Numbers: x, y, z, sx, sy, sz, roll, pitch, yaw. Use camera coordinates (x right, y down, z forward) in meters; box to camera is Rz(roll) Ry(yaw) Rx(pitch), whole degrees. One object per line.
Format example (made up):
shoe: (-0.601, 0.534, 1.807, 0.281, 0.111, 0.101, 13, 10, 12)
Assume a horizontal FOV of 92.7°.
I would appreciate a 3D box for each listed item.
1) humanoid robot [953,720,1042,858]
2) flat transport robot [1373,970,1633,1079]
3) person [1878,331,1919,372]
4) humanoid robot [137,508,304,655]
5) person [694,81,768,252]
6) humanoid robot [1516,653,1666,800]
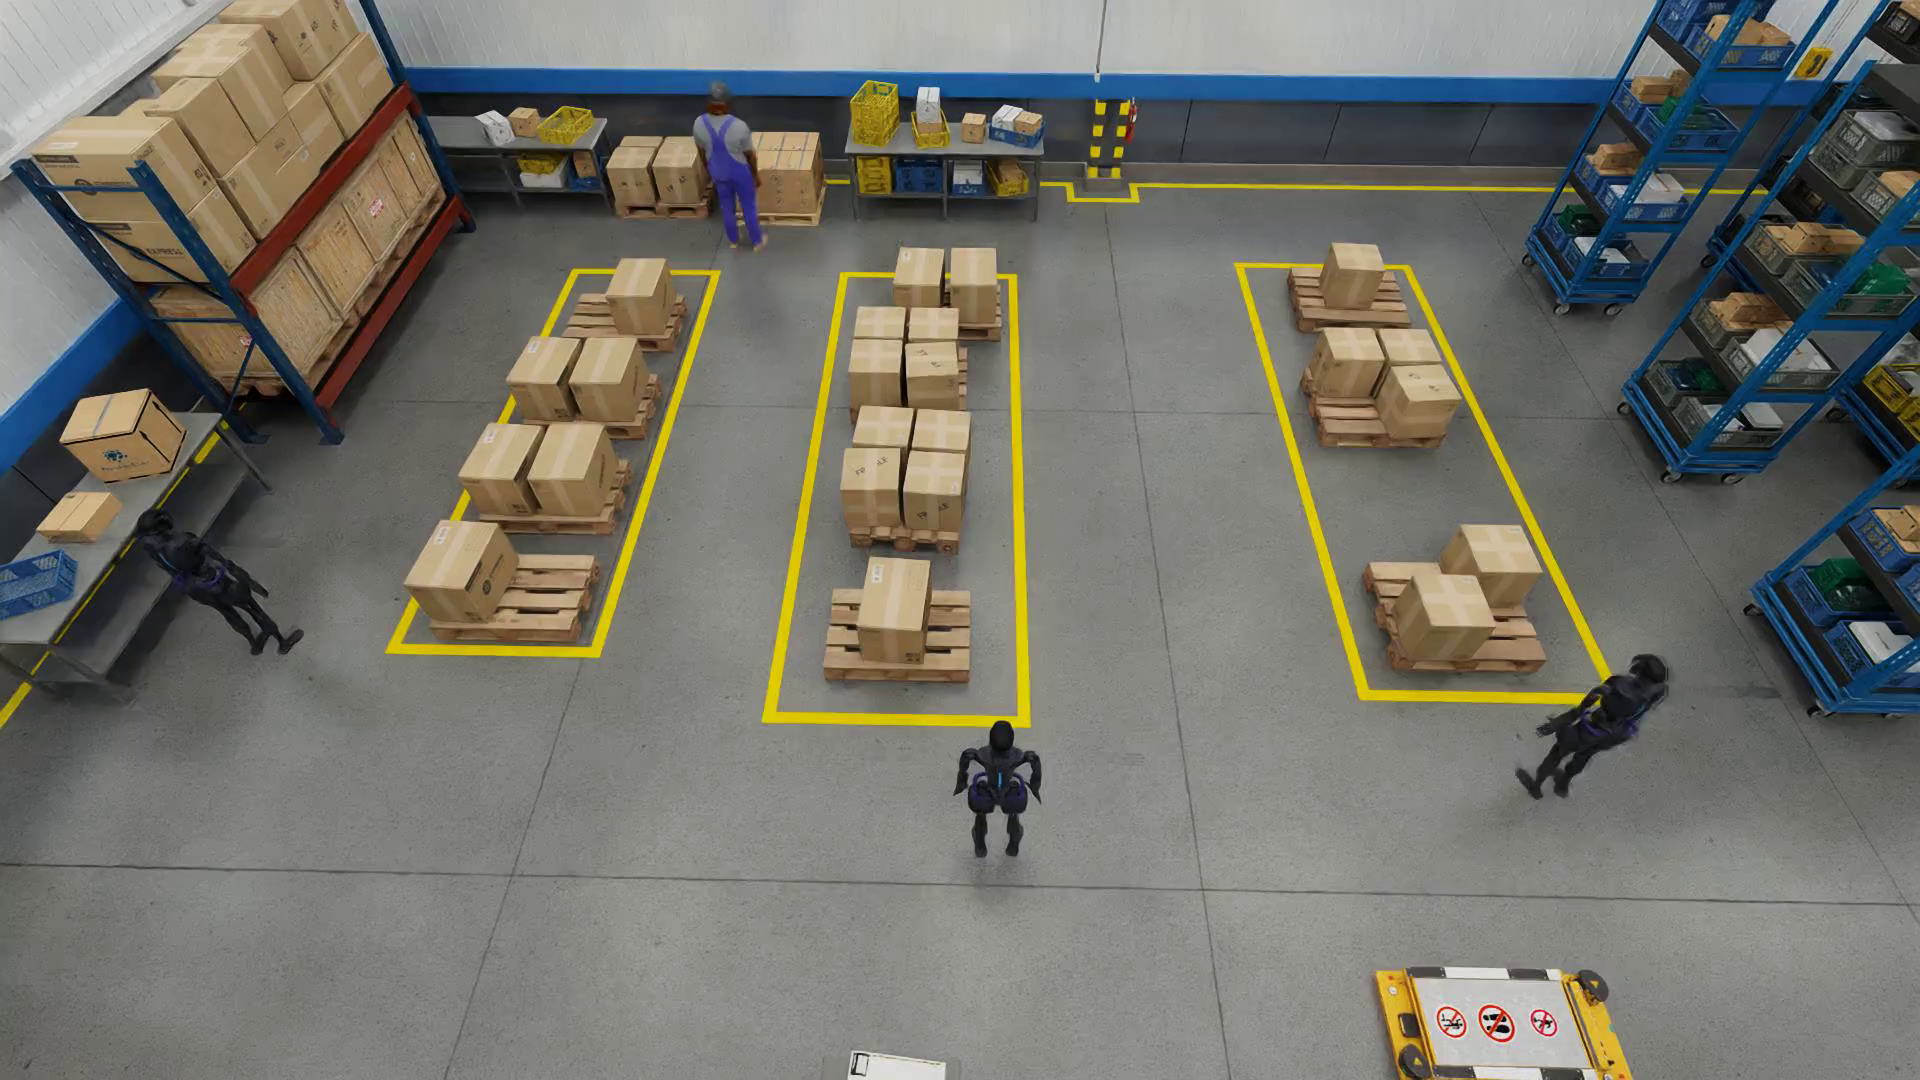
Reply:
humanoid robot: (0.255, 1.693, 6.189, 0.610, 1.656, 0.315, 1, 51, 1)
flat transport robot: (3.499, 3.131, 5.911, 1.431, 0.197, 0.652, 1, 50, 1)
person: (9.873, -2.234, 9.264, 0.582, 1.882, 0.338, 1, 51, 1)
humanoid robot: (-5.919, 0.347, 7.286, 0.610, 1.656, 0.315, 1, 51, 1)
person: (-2.715, -4.459, 10.979, 0.703, 2.000, 0.542, 7, 51, 5)
humanoid robot: (4.503, 1.341, 6.493, 0.628, 1.650, 0.356, -4, 51, -3)
